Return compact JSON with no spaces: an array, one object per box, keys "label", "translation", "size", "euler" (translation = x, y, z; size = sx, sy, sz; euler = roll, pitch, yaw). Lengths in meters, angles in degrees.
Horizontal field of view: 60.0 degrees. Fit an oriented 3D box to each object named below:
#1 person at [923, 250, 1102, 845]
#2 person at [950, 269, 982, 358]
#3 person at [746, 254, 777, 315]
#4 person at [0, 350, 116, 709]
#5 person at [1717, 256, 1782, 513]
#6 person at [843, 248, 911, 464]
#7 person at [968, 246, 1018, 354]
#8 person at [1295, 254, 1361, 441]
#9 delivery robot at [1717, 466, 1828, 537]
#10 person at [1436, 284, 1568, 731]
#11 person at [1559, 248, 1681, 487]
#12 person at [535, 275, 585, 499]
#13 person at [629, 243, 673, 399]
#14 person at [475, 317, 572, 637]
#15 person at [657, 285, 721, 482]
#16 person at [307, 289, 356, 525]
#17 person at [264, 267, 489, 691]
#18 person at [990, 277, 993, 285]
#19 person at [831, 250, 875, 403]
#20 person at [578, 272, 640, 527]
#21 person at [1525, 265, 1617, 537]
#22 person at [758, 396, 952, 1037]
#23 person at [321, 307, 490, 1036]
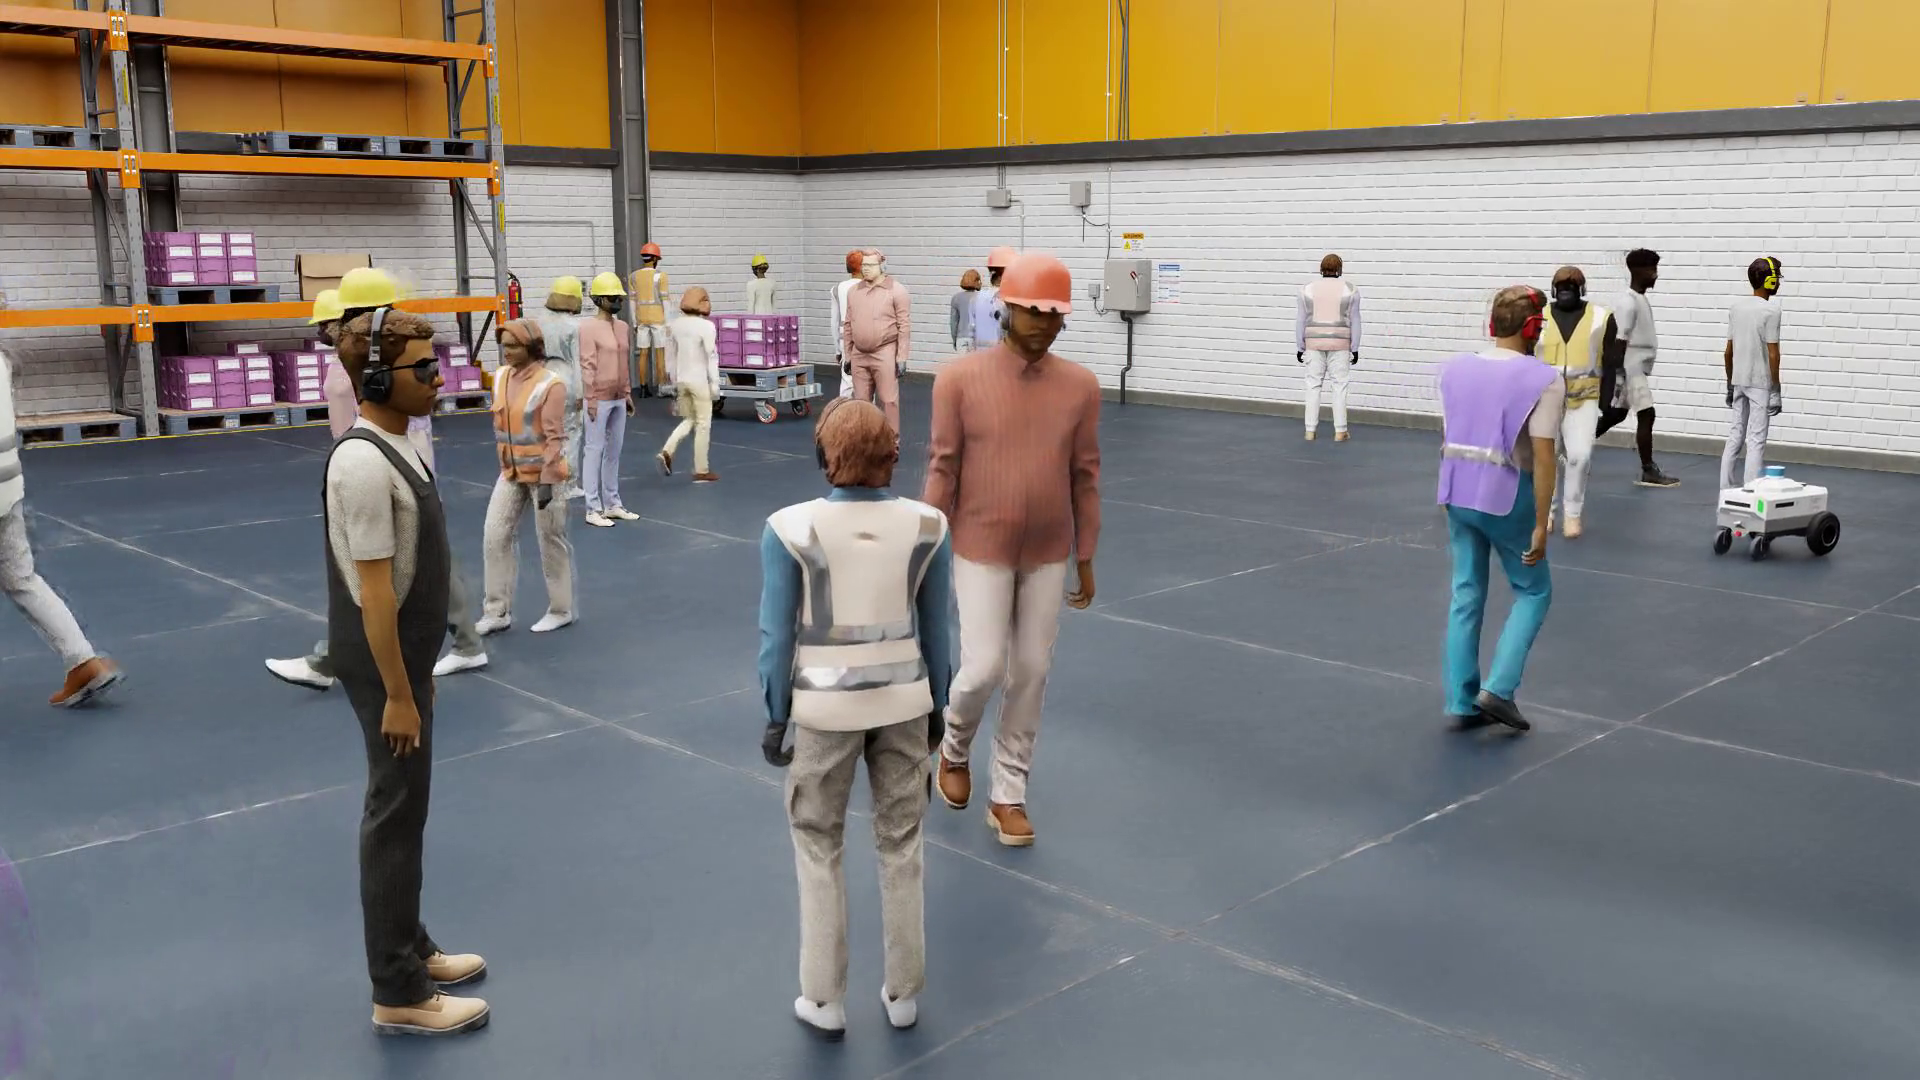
[{"label":"person","translation":[0.178,0.032,5.547],"size":[0.630,1.971,0.505],"euler":[-4,11,-20]},{"label":"person","translation":[0.125,-2.300,19.192],"size":[0.501,1.633,0.286],"euler":[6,12,28]},{"label":"person","translation":[-2.649,-2.905,22.135],"size":[0.311,1.768,0.533],"euler":[9,13,39]},{"label":"person","translation":[-4.107,-0.191,6.964],"size":[0.947,1.911,0.607],"euler":[1,10,4]},{"label":"person","translation":[5.705,-1.086,11.939],"size":[0.329,1.871,0.516],"euler":[-3,11,-16]},{"label":"person","translation":[-0.765,-1.624,14.767],"size":[0.655,1.904,0.407],"euler":[5,12,26]},{"label":"person","translation":[0.319,-1.318,13.018],"size":[0.365,1.933,0.551],"euler":[-10,14,-44]},{"label":"person","translation":[3.638,-1.898,16.438],"size":[0.634,1.841,0.429],"euler":[4,11,19]},{"label":"delivery robot","translation":[5.170,-0.227,10.580],"size":[0.707,0.478,0.477],"euler":[-6,12,-29]},{"label":"person","translation":[2.170,-0.109,6.735],"size":[0.458,1.826,0.570],"euler":[-8,13,-39]},{"label":"person","translation":[5.402,-1.412,13.553],"size":[0.943,1.934,0.610],"euler":[6,12,30]},{"label":"person","translation":[-3.066,-1.147,12.659],"size":[0.507,1.718,0.515],"euler":[5,12,26]},{"label":"person","translation":[-3.825,-2.718,20.672],"size":[0.543,1.928,0.371],"euler":[3,11,16]},{"label":"person","translation":[-2.202,-0.296,8.294],"size":[0.530,1.609,0.686],"euler":[7,12,33]},{"label":"person","translation":[-2.206,-1.260,13.569],"size":[0.510,1.622,0.454],"euler":[9,13,39]},{"label":"person","translation":[-3.134,-0.432,8.714],"size":[0.430,1.750,0.533],"euler":[-10,14,-44]},{"label":"person","translation":[-2.618,-0.263,7.417],"size":[0.994,1.869,0.618],"euler":[-5,11,-25]},{"label":"person","translation":[0.392,-1.824,16.505],"size":[0.543,1.671,0.782],"euler":[-3,11,-17]},{"label":"person","translation":[-0.963,-1.827,15.935],"size":[0.578,1.884,0.353],"euler":[6,12,30]},{"label":"person","translation":[-2.461,-0.986,11.668],"size":[0.325,1.769,0.524],"euler":[5,11,24]},{"label":"person","translation":[4.026,-0.914,11.129],"size":[0.648,1.822,0.578],"euler":[4,11,23]},{"label":"person","translation":[-0.259,0.452,4.250],"size":[0.516,1.615,0.372],"euler":[-4,11,-20]},{"label":"person","translation":[-1.420,0.337,4.243],"size":[0.341,1.845,0.511],"euler":[-3,11,-15]}]
